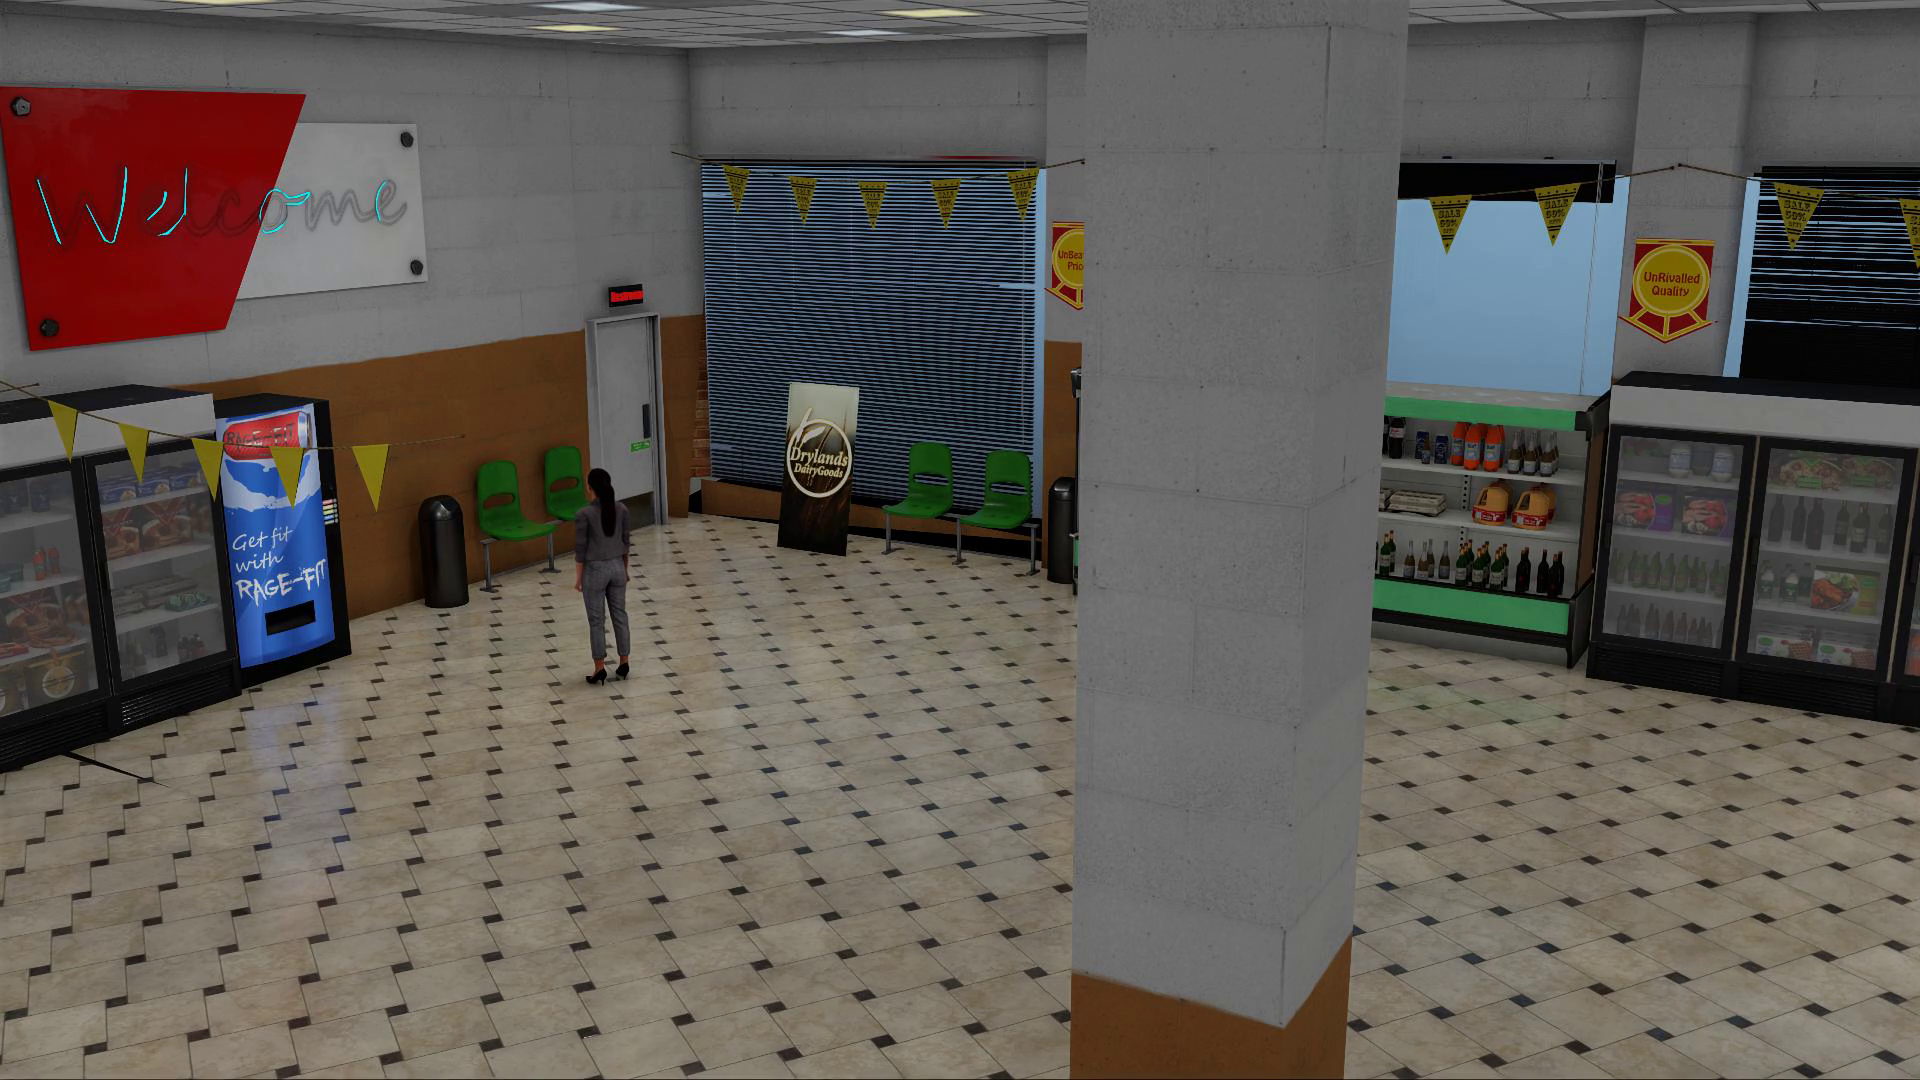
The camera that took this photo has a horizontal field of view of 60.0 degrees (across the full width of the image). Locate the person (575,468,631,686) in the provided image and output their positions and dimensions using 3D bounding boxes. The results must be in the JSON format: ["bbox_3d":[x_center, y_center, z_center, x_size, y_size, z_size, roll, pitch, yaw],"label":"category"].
[{"bbox_3d":[-2.720,0.274,12.707,0.697,1.678,0.698,-11,18,-39],"label":"person"}]
